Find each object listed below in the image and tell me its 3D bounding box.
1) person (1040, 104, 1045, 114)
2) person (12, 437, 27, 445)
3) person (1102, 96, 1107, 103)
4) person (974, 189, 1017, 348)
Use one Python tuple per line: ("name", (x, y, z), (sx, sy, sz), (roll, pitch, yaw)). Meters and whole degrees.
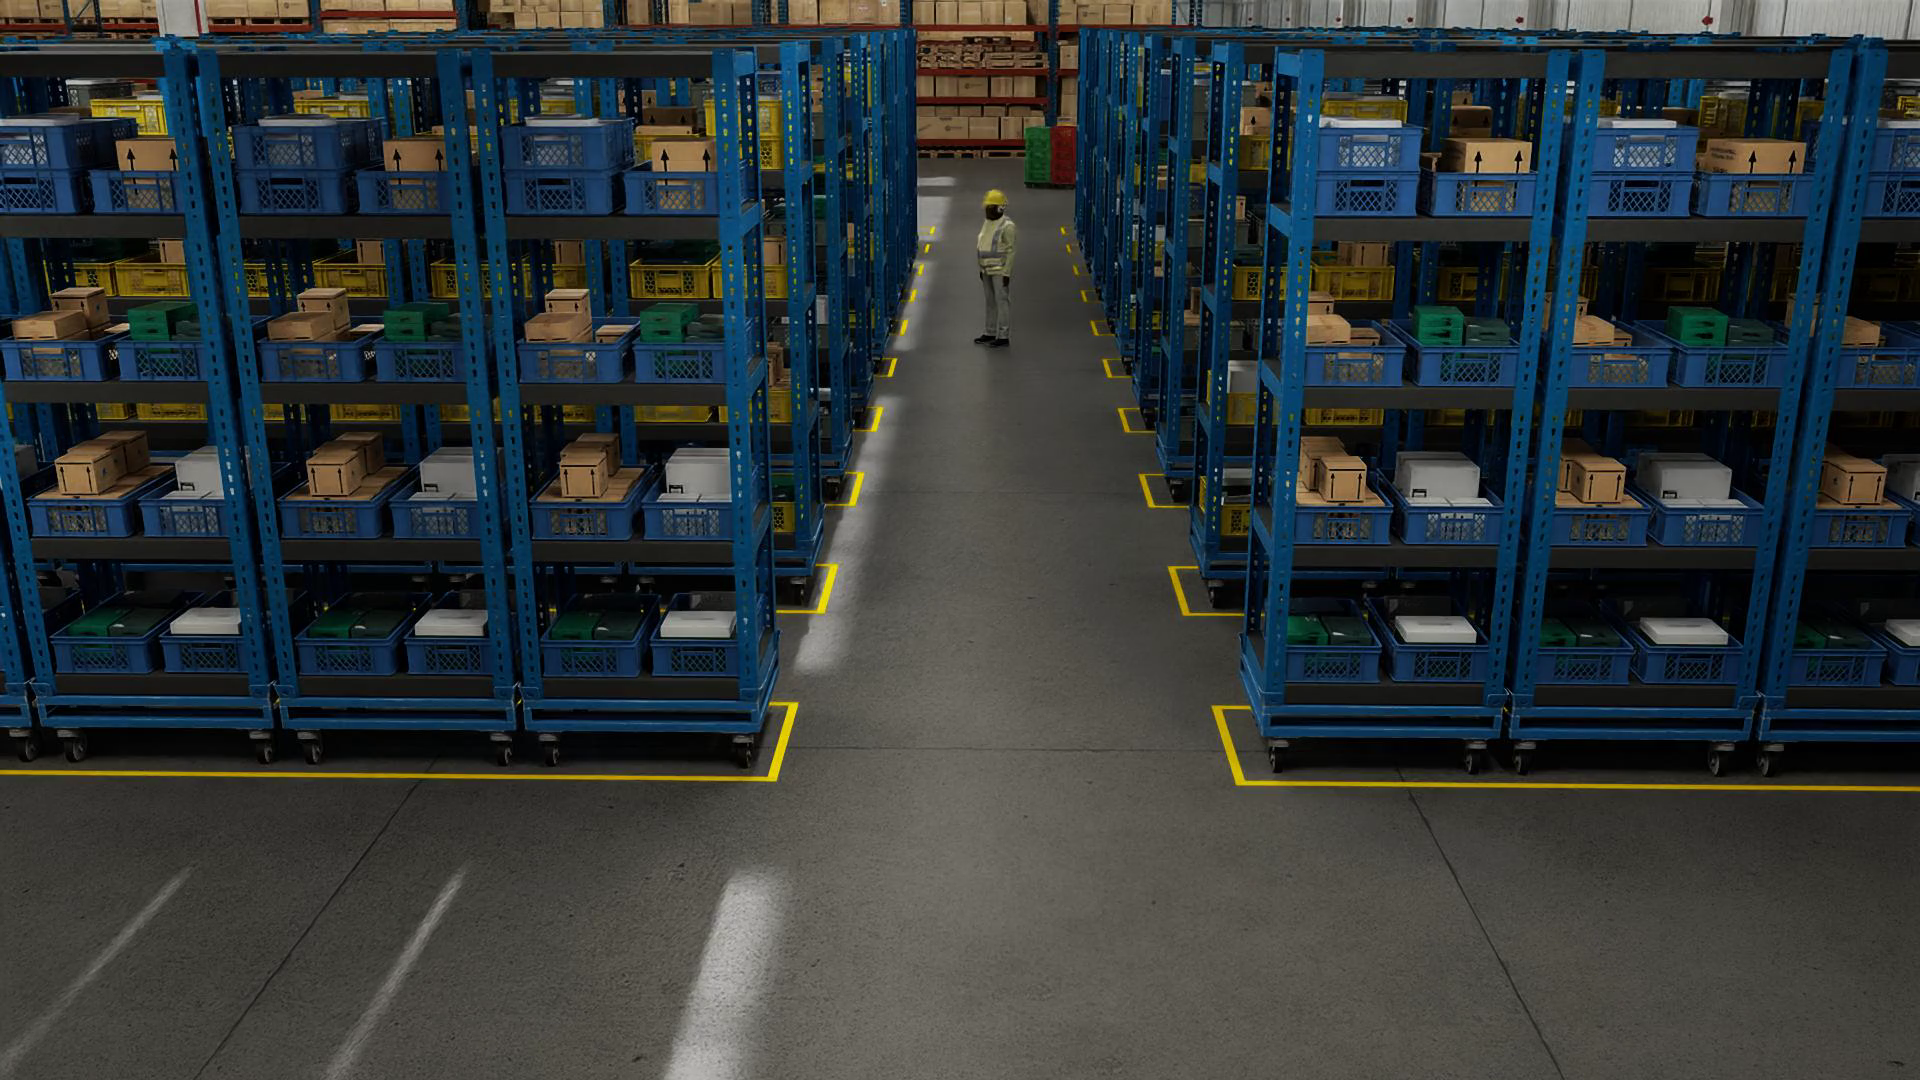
("person", (2.410, -12.911, 50.341), (0.466, 1.935, 0.608), (-4, 18, -13))
("person", (-7.824, -1.284, 13.455), (0.601, 1.828, 0.502), (-1, 17, -2))
("person", (3.749, -10.635, 43.021), (0.446, 1.978, 0.634), (-10, 20, -28))
("person", (0.405, -3.177, 19.477), (0.403, 1.837, 0.589), (-11, 20, -31))
